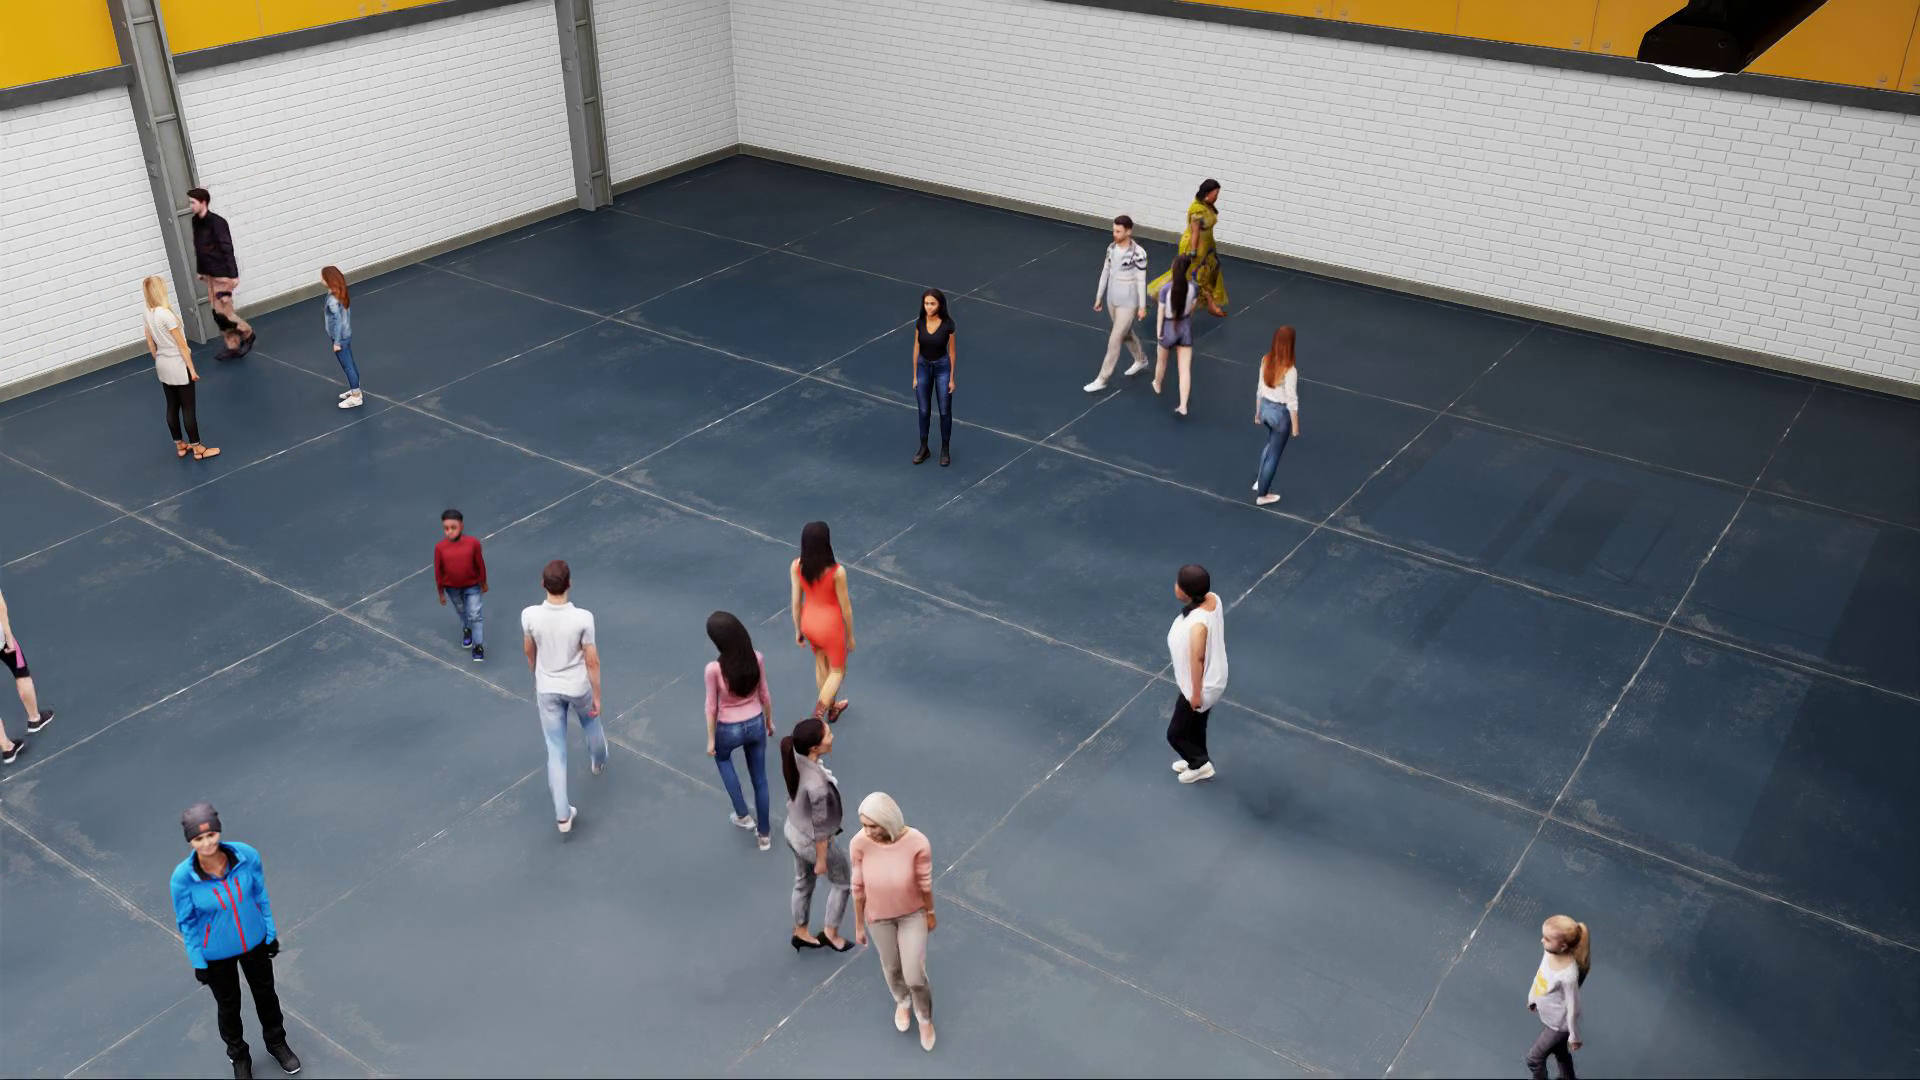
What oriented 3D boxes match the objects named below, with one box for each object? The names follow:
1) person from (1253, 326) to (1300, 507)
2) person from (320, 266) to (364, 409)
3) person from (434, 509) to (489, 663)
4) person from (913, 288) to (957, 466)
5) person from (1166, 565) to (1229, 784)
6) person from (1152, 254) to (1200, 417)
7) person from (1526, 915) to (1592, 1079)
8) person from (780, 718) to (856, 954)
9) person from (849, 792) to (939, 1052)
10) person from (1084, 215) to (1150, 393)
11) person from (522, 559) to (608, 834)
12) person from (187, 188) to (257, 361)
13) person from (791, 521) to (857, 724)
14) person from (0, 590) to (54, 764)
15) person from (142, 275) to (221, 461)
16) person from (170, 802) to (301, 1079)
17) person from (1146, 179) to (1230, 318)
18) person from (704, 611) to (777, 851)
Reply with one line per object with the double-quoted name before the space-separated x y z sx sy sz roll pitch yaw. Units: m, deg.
"person" 2.755 -1.090 14.874 0.703 1.719 0.686 -16 32 -27
"person" -6.300 -2.085 16.950 0.687 1.478 0.640 -7 29 -12
"person" -3.835 0.300 12.833 0.827 1.232 0.891 -5 29 -9
"person" -0.241 -1.554 15.703 0.636 1.740 0.646 5 29 10
"person" 1.648 0.941 11.200 0.827 1.671 0.678 11 30 19
"person" 2.213 -2.016 16.701 1.062 1.595 1.138 -5 29 -9
"person" 3.196 2.519 8.737 0.705 1.260 0.664 1 29 2
"person" -0.941 1.769 9.688 0.724 1.665 0.710 -16 32 -27
"person" -0.366 2.012 9.214 0.754 1.693 0.792 1 29 2
"person" 1.761 -2.486 17.339 1.304 1.809 0.979 -19 34 -31
"person" -2.590 1.048 10.867 1.146 1.802 1.273 -2 29 -4
"person" -7.920 -2.874 17.937 0.723 1.916 0.695 16 33 27
"person" -0.977 0.673 11.657 0.726 1.704 1.020 11 30 19
"person" -6.749 0.751 11.450 0.882 1.766 0.953 -4 29 -7
"person" -7.452 -1.629 15.749 0.650 1.826 0.584 12 31 21
"person" -3.865 2.154 8.844 0.573 1.797 0.738 -20 34 -32
"person" 2.639 -3.340 19.112 0.906 1.610 1.152 13 31 23
"person" -1.382 1.252 10.570 0.754 1.729 0.842 -12 31 -21
